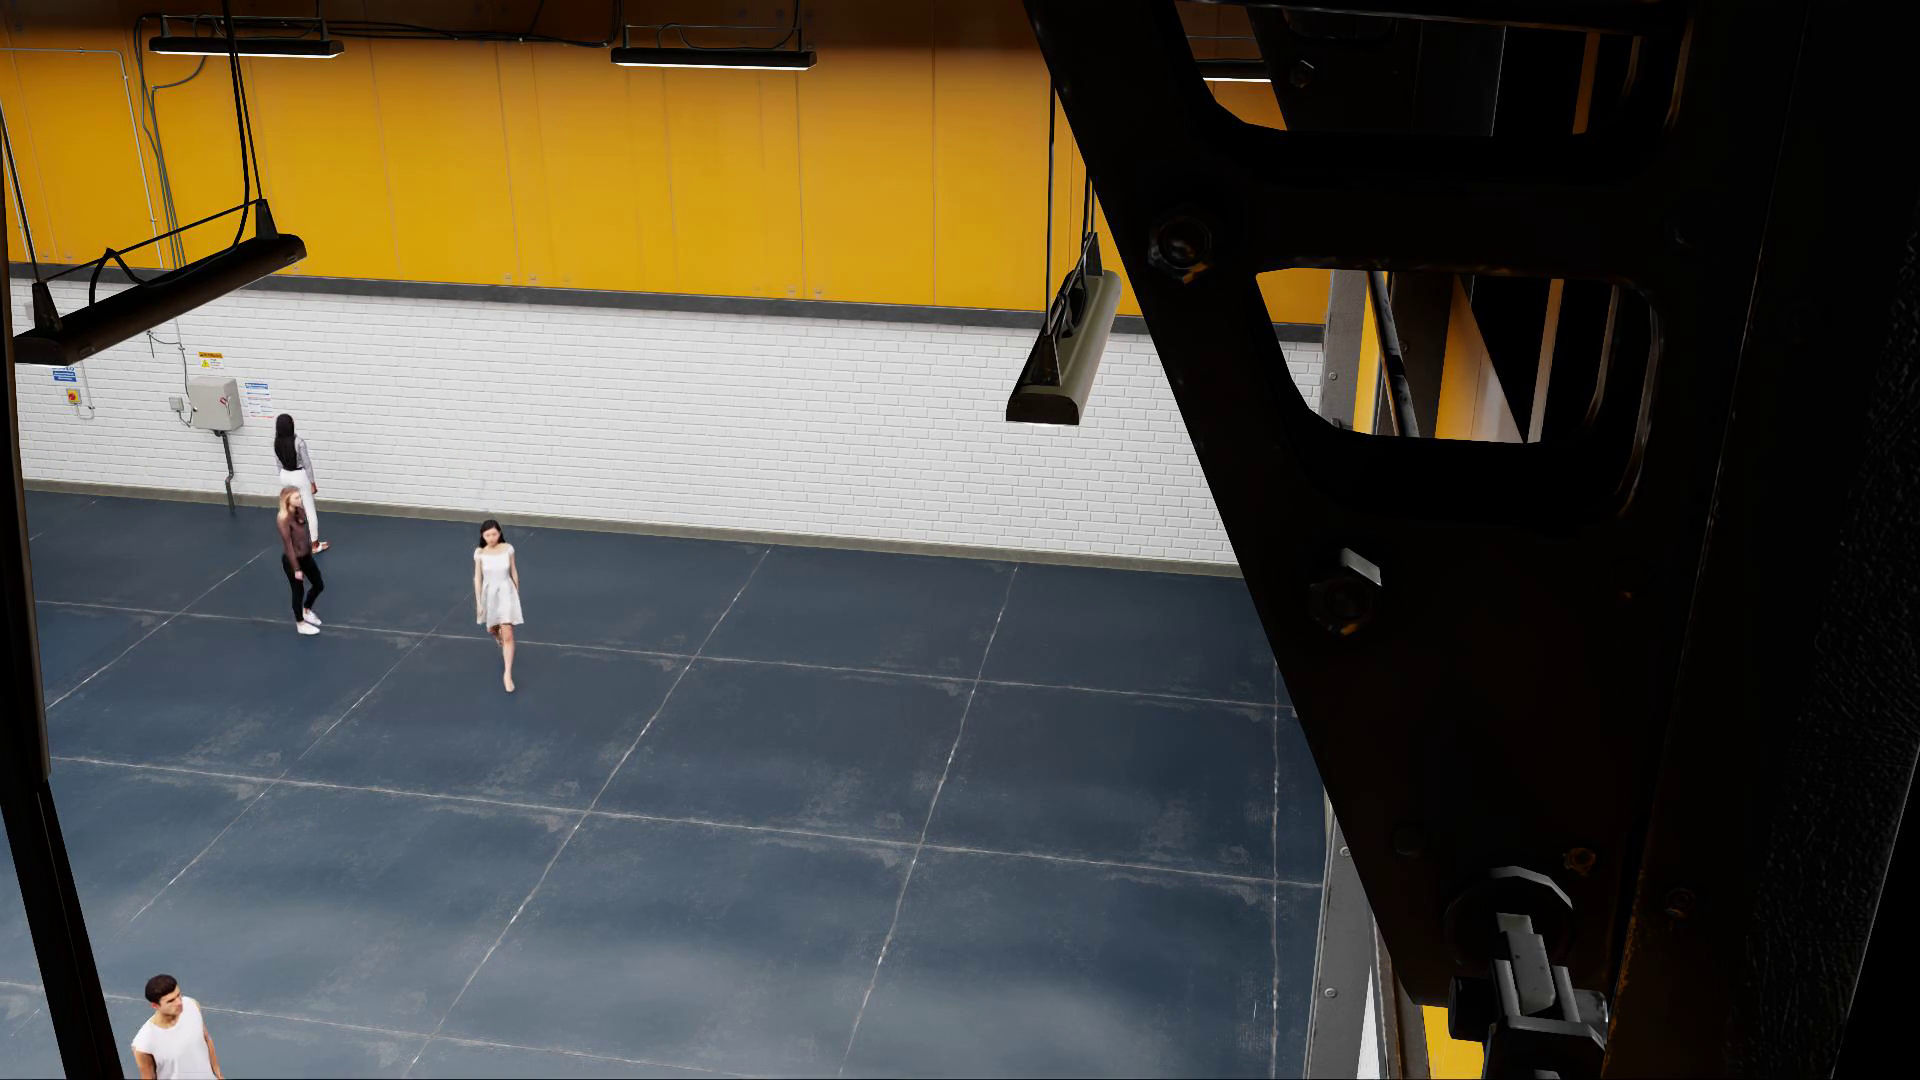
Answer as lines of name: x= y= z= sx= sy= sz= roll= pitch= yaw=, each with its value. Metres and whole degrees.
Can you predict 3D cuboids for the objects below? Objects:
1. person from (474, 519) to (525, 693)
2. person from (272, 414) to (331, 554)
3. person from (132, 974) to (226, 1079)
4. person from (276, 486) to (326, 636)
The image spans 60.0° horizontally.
person: x=-4.631 y=0.601 z=16.670 sx=0.964 sy=1.744 sz=1.188 roll=-8 pitch=25 yaw=-18
person: x=-7.835 y=-0.677 z=19.617 sx=0.622 sy=1.726 sz=0.558 roll=7 pitch=24 yaw=15
person: x=-4.820 y=3.381 z=10.272 sx=0.828 sy=1.775 sz=0.917 roll=10 pitch=25 yaw=21
person: x=-7.084 y=0.216 z=17.616 sx=0.669 sy=1.693 sz=0.514 roll=5 pitch=24 yaw=12
